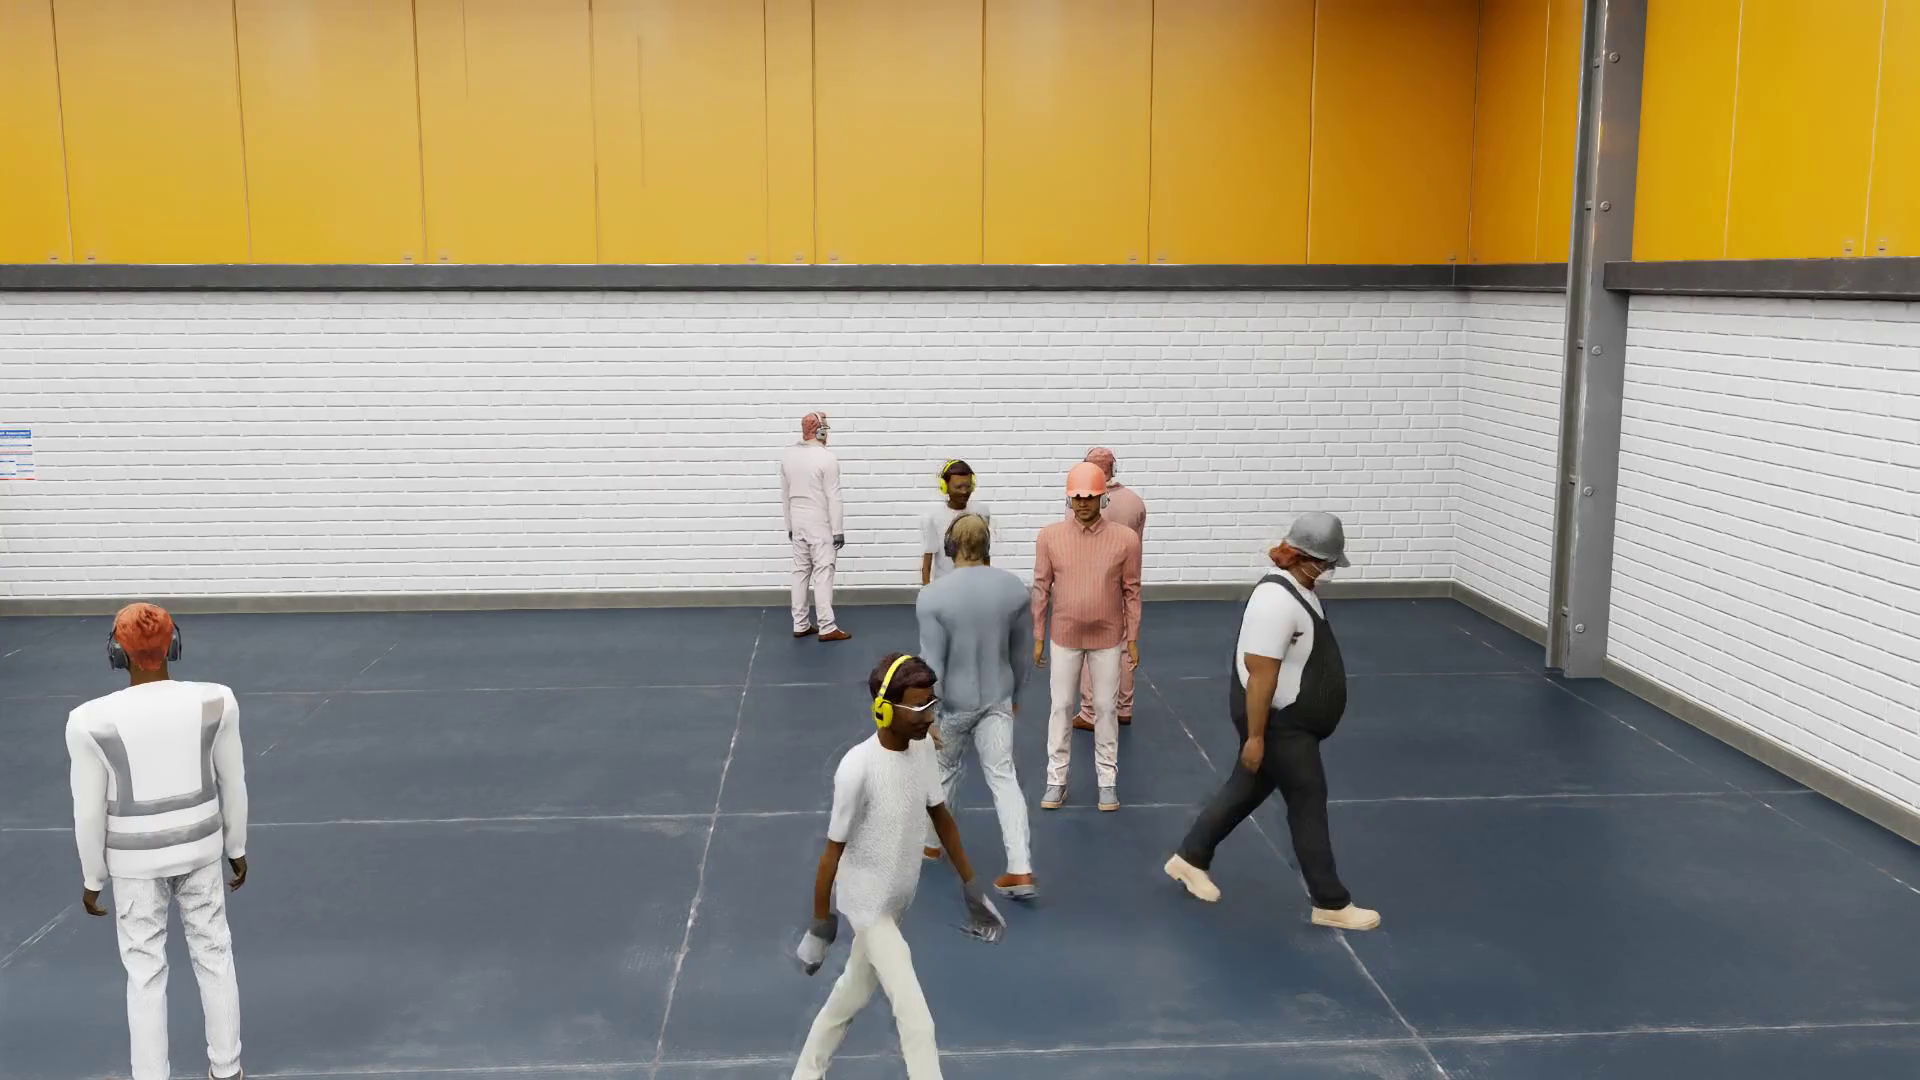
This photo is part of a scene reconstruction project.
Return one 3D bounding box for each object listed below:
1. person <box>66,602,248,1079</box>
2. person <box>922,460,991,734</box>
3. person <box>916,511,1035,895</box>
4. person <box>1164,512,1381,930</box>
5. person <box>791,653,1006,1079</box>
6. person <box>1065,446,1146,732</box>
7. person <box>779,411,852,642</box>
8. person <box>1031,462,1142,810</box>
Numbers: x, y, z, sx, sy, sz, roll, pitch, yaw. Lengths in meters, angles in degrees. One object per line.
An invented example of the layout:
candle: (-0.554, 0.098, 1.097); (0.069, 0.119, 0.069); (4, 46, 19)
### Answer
person: (-2.861, 1.151, 5.988); (0.576, 1.883, 0.355); (-7, 11, -38)
person: (0.028, 0.402, 10.815); (0.570, 1.834, 0.770); (-4, 10, -22)
person: (0.064, 0.792, 8.273); (0.637, 1.889, 1.055); (-4, 10, -23)
person: (1.450, 0.777, 7.838); (1.029, 2.000, 0.753); (3, 9, 15)
person: (-0.232, 1.257, 5.599); (1.035, 1.802, 0.497); (4, 10, 24)
person: (0.926, 0.322, 11.122); (0.645, 1.905, 0.400); (-6, 11, -33)
person: (-1.190, -0.113, 13.844); (0.637, 1.910, 0.403); (8, 12, 41)
person: (0.713, 0.547, 9.424); (0.625, 1.992, 0.388); (1, 9, 7)
